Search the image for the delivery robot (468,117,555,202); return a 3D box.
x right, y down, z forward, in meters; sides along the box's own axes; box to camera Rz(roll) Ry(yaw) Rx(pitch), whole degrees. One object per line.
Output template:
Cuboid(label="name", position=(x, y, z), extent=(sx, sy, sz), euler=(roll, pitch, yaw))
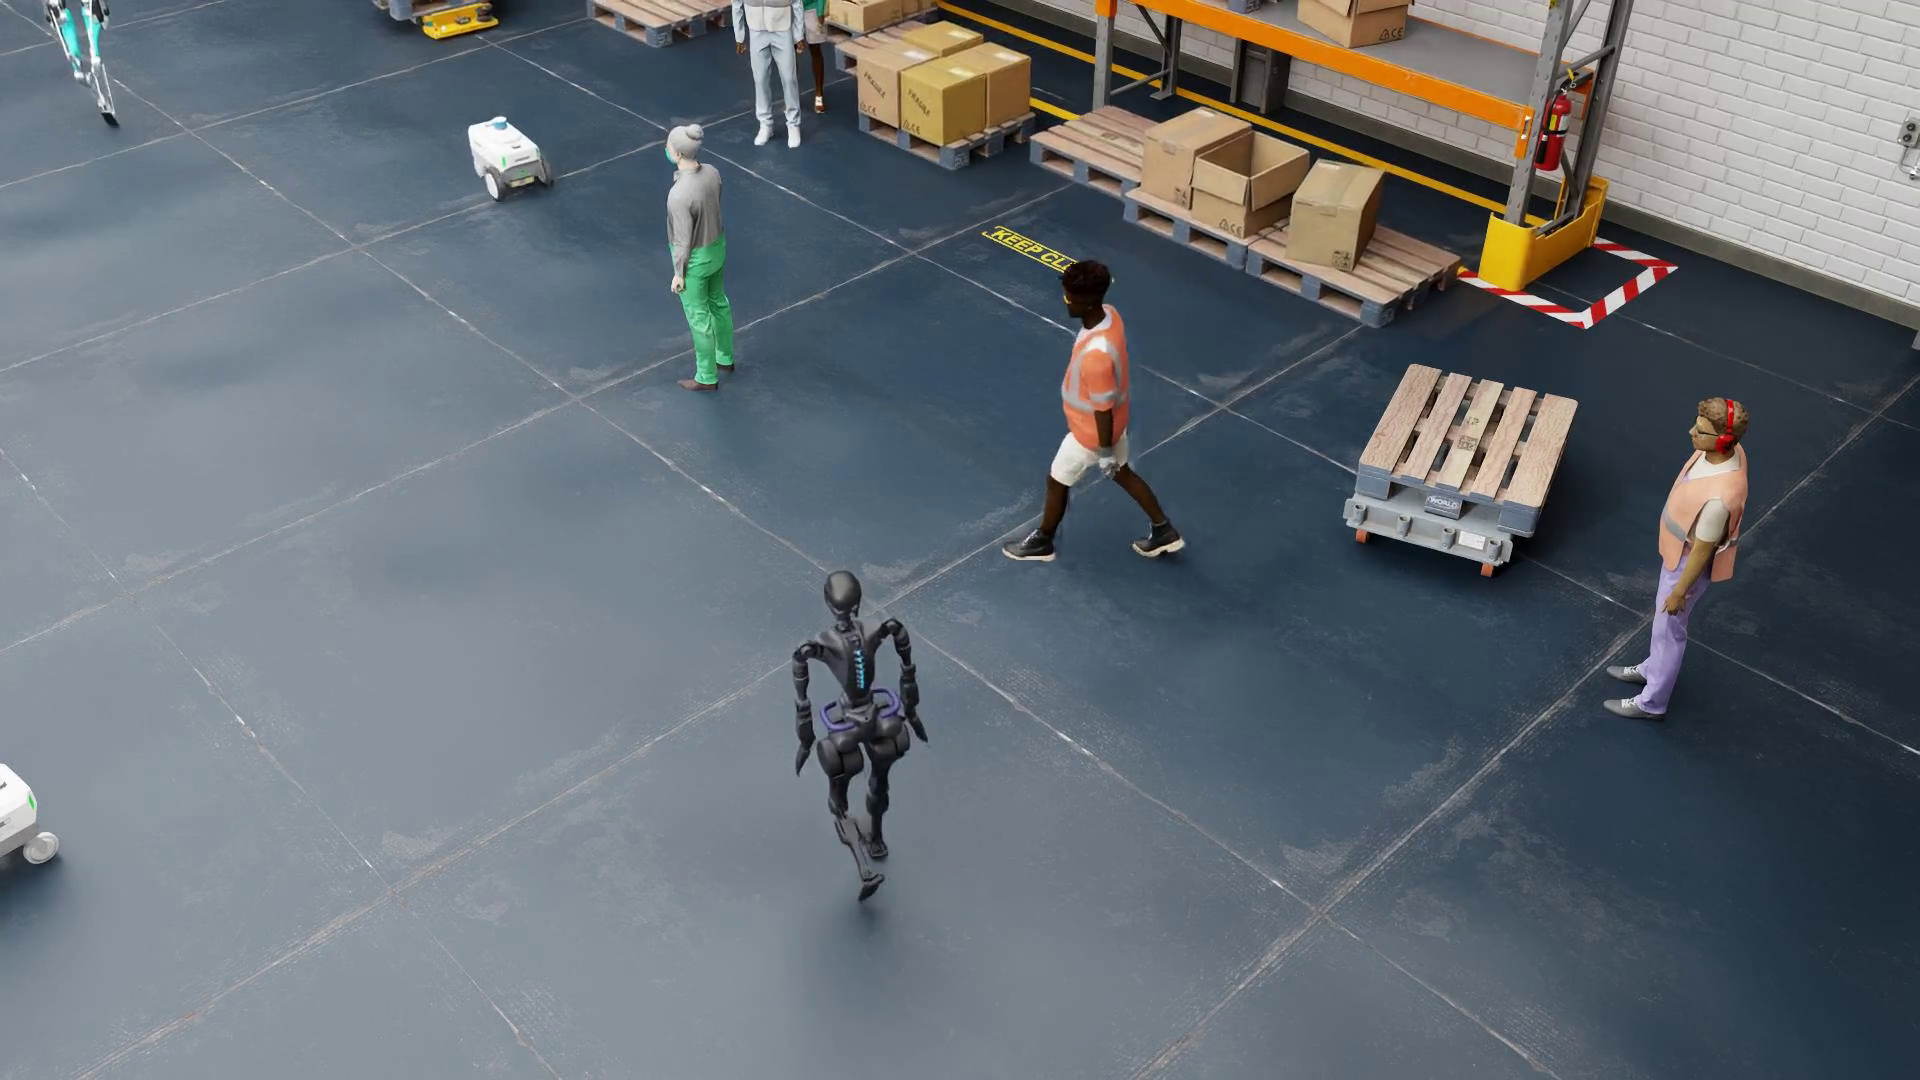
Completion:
Cuboid(label="delivery robot", position=(-3.660, -3.114, 13.404), extent=(0.499, 0.577, 0.769), euler=(-24, 43, -28))

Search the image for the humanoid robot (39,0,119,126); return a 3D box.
Cuboid(label="humanoid robot", position=(-7.536, -4.400, 14.152), extent=(0.537, 1.768, 0.940), euler=(-12, 39, -15))

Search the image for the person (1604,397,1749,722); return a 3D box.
Cuboid(label="person", position=(3.543, 0.112, 8.086), extent=(0.387, 1.839, 0.559), euler=(12, 39, 16))

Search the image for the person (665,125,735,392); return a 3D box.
Cuboid(label="person", position=(-1.684, -1.811, 10.636), extent=(0.340, 1.831, 0.511), euler=(13, 39, 17))

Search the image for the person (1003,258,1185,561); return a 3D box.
Cuboid(label="person", position=(0.798, -0.663, 9.059), extent=(1.023, 1.914, 0.638), euler=(7, 38, 9))

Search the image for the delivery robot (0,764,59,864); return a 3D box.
Cuboid(label="delivery robot", position=(-4.561, 1.387, 7.476), extent=(0.499, 0.614, 0.791), euler=(26, 44, 30))

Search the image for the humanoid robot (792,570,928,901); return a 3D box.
Cuboid(label="humanoid robot", position=(-0.397, 0.869, 7.218), extent=(0.609, 1.637, 0.572), euler=(-15, 39, -18))

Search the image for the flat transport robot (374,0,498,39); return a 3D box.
Cuboid(label="flat transport robot", position=(-5.226, -5.347, 16.612), extent=(0.659, 0.231, 1.431), euler=(-25, 44, -29))

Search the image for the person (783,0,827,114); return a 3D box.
Cuboid(label="person", position=(-1.389, -4.595, 14.318), extent=(0.488, 1.841, 0.402), euler=(-1, 37, -1))

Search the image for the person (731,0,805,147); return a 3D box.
Cuboid(label="person", position=(-1.573, -4.205, 13.744), extent=(0.598, 1.909, 0.400), euler=(2, 37, 2))
